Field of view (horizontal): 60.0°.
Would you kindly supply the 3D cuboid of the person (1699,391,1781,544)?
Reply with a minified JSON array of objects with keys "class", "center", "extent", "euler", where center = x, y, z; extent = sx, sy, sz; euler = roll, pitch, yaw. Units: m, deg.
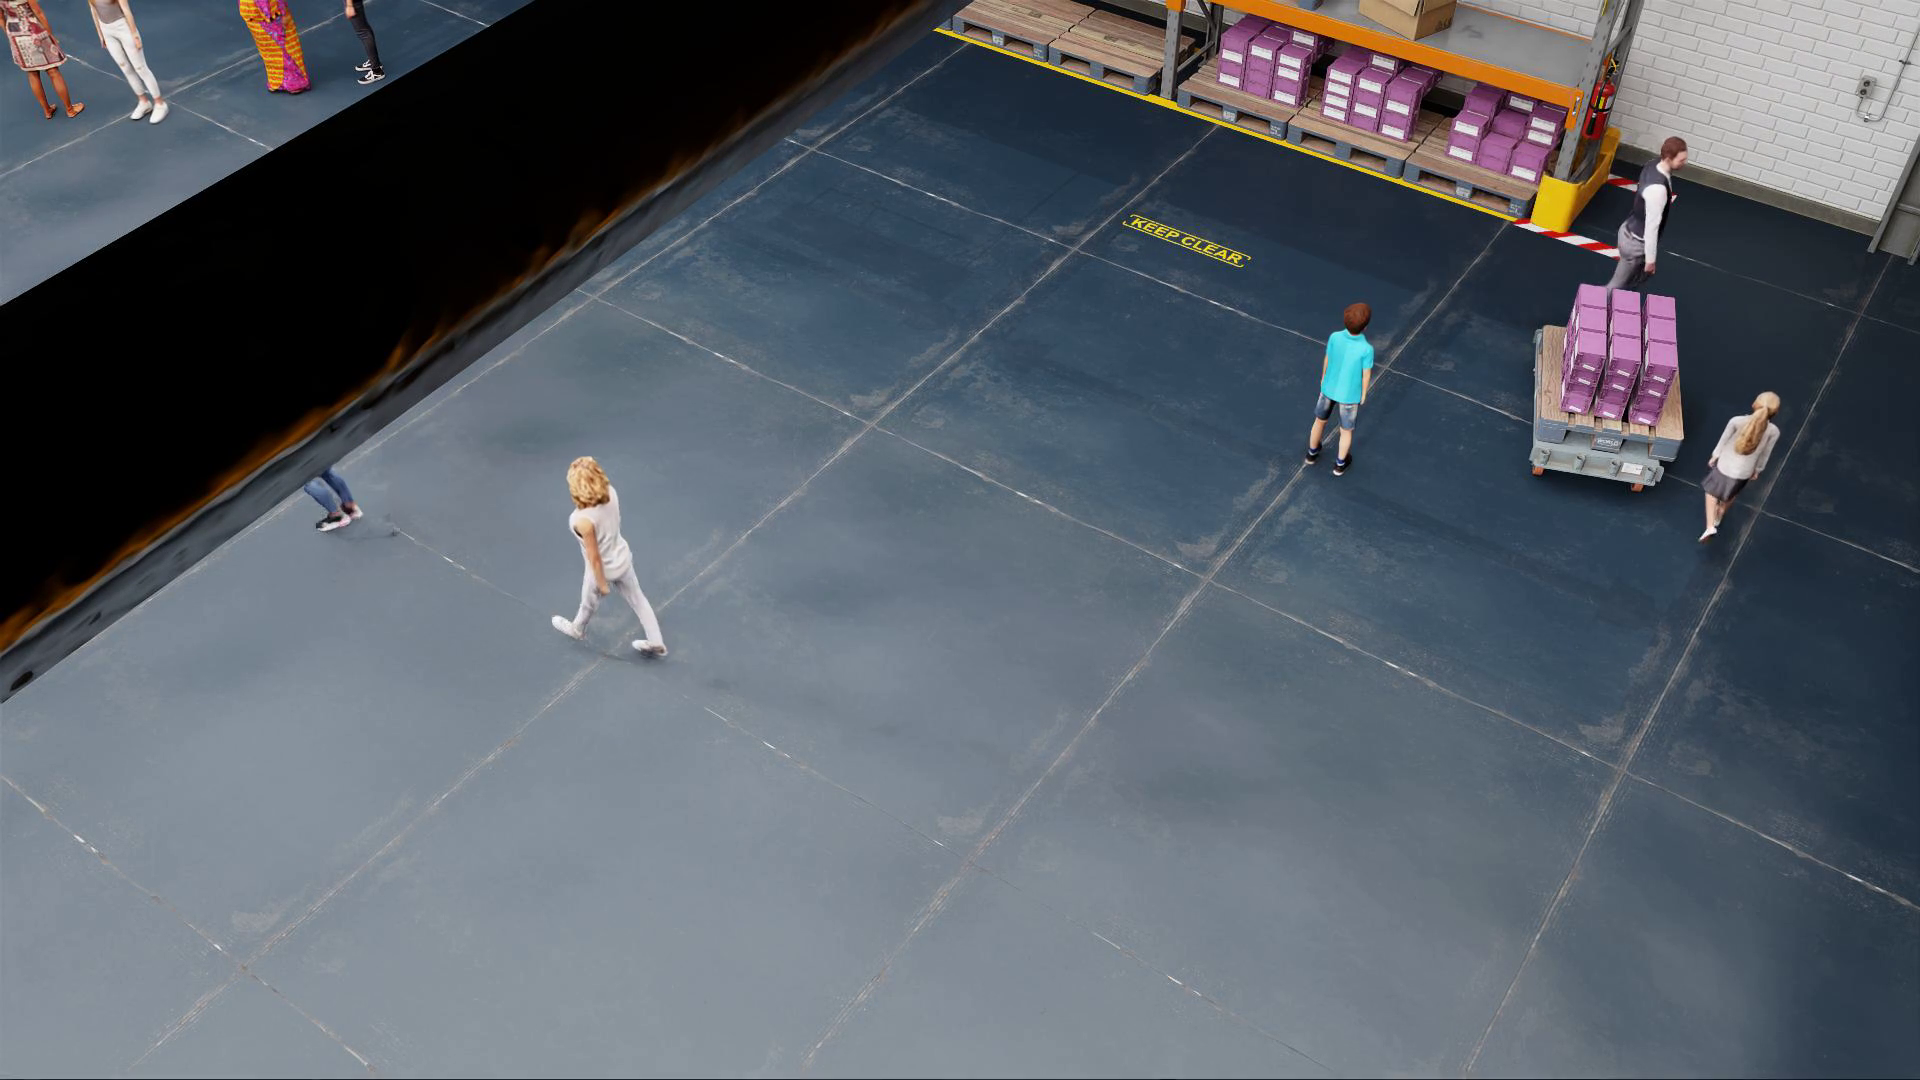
[{"class":"person","center":[5.478,-0.508,11.742],"extent":[0.758,1.262,0.697],"euler":[13,45,14]}]

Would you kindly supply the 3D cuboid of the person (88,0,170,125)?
[{"class":"person","center":[-8.063,-4.869,15.992],"extent":[0.580,1.716,0.717],"euler":[10,44,10]}]

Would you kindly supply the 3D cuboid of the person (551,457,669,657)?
[{"class":"person","center":[-2.212,0.161,10.775],"extent":[1.103,1.628,0.766],"euler":[16,46,16]}]

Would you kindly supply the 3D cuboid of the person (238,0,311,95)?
[{"class":"person","center":[-6.833,-5.210,16.379],"extent":[0.751,1.674,0.836],"euler":[4,44,4]}]

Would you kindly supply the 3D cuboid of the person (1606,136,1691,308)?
[{"class":"person","center":[5.304,-2.409,13.259],"extent":[0.727,1.923,0.754],"euler":[11,45,11]}]

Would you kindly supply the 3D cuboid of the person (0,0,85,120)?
[{"class":"person","center":[-8.970,-4.846,16.020],"extent":[0.687,1.642,0.781],"euler":[-2,44,-2]}]

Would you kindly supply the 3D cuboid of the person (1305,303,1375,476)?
[{"class":"person","center":[2.815,-1.124,12.255],"extent":[0.405,1.447,0.568],"euler":[25,49,24]}]

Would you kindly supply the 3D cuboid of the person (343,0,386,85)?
[{"class":"person","center":[-6.052,-5.466,16.535],"extent":[0.766,1.830,0.683],"euler":[-10,45,-11]}]
